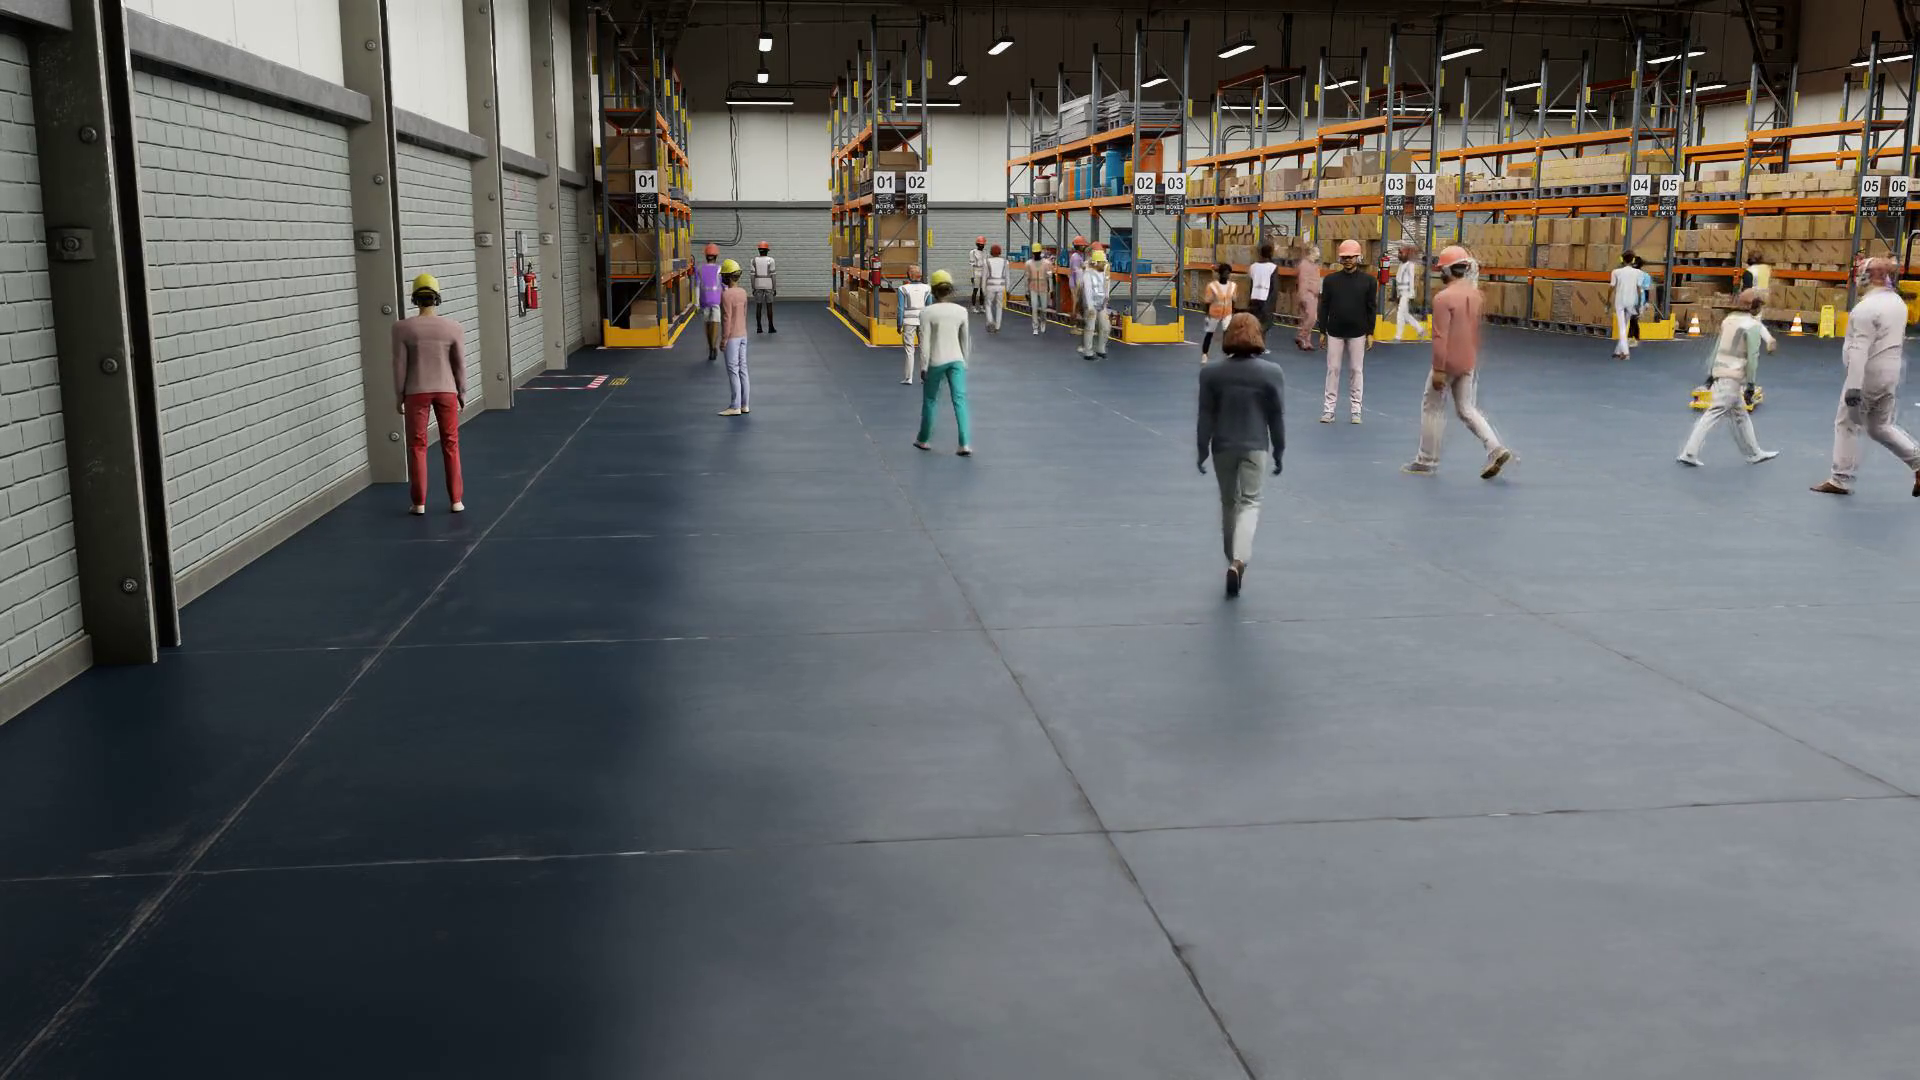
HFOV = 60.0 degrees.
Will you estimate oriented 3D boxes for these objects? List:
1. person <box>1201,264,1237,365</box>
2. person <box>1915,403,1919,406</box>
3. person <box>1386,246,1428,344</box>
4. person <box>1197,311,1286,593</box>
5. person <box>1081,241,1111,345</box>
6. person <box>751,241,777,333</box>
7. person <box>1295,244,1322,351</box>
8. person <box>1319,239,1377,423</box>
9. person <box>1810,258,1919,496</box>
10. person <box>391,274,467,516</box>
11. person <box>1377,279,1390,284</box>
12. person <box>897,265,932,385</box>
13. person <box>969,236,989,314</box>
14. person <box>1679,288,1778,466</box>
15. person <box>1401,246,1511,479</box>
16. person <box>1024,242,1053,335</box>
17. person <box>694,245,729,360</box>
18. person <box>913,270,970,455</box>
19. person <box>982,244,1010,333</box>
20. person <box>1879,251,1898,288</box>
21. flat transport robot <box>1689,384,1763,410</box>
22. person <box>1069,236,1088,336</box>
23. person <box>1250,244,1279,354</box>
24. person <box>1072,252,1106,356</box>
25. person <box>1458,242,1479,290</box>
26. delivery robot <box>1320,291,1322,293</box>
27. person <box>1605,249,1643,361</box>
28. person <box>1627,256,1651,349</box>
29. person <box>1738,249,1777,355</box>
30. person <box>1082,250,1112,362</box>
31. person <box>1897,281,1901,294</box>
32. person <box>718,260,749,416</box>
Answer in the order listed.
[{"bbox_3d":[4.082,-3.524,26.108,0.544,1.599,1.014,-2,11,-13],"label":"person"},{"bbox_3d":[11.844,-2.411,19.696,0.708,1.723,0.490,4,11,20],"label":"person"},{"bbox_3d":[8.567,-4.675,31.728,0.787,1.866,0.597,-1,10,-5],"label":"person"},{"bbox_3d":[1.617,-0.519,9.632,0.504,1.605,0.790,4,11,19],"label":"person"},{"bbox_3d":[2.529,-4.565,30.900,0.547,1.937,0.379,-1,10,-6],"label":"person"},{"bbox_3d":[-4.145,-5.342,35.192,0.543,1.928,0.374,1,10,8],"label":"person"},{"bbox_3d":[6.252,-4.308,29.618,0.427,1.891,0.675,6,12,29],"label":"person"},{"bbox_3d":[4.217,-2.266,18.142,0.612,1.995,0.379,4,11,19],"label":"person"},{"bbox_3d":[7.177,-1.254,12.946,0.681,1.874,0.782,-8,13,-36],"label":"person"},{"bbox_3d":[-3.878,-1.060,12.187,0.523,1.761,0.333,-5,12,-26],"label":"person"},{"bbox_3d":[13.159,-8.343,51.613,0.630,1.938,0.366,8,13,37],"label":"person"},{"bbox_3d":[-0.620,-2.952,22.875,0.522,1.640,0.306,-5,11,-23],"label":"person"},{"bbox_3d":[0.536,-6.995,43.938,0.608,2.043,0.374,-8,13,-36],"label":"person"},{"bbox_3d":[6.805,-1.427,14.684,0.900,1.587,0.531,0,10,-1],"label":"person"},{"bbox_3d":[4.217,-1.484,13.979,0.640,1.961,0.896,-8,13,-37],"label":"person"},{"bbox_3d":[1.627,-5.210,34.512,0.611,1.909,0.557,1,10,5],"label":"person"},{"bbox_3d":[-4.122,-3.951,27.684,0.564,1.889,0.993,0,10,0],"label":"person"},{"bbox_3d":[-0.149,-1.661,15.595,0.549,1.715,0.924,-5,11,-25],"label":"person"},{"bbox_3d":[0.744,-5.262,34.883,0.602,1.877,0.445,-1,10,-8],"label":"person"},{"bbox_3d":[12.451,-2.985,22.511,0.449,1.833,0.592,7,12,33],"label":"person"},{"bbox_3d":[9.137,-1.707,19.806,0.652,0.197,1.431,6,12,30],"label":"flat transport robot"},{"bbox_3d":[2.440,-5.234,34.281,0.393,2.044,0.609,1,10,8],"label":"person"},{"bbox_3d":[5.197,-4.135,28.668,0.616,1.904,0.598,-9,13,-40],"label":"person"},{"bbox_3d":[2.207,-4.083,28.716,0.574,1.789,0.943,-2,11,-10],"label":"person"},{"bbox_3d":[8.693,-4.182,28.801,0.371,1.940,0.627,-4,11,-21],"label":"person"},{"bbox_3d":[10.925,-7.288,49.368,0.707,0.478,0.477,-1,10,-7],"label":"delivery robot"},{"bbox_3d":[10.907,-3.851,27.313,0.536,1.830,0.959,0,10,2],"label":"person"},{"bbox_3d":[12.170,-4.296,30.164,0.764,1.664,0.550,-5,11,-24],"label":"person"},{"bbox_3d":[13.448,-4.004,28.134,0.635,1.822,0.741,-5,12,-27],"label":"person"},{"bbox_3d":[2.240,-3.782,26.978,0.552,1.810,0.598,9,13,39],"label":"person"},{"bbox_3d":[19.943,-5.477,35.951,0.624,1.916,0.976,-1,10,-4],"label":"person"},{"bbox_3d":[-2.595,-2.298,18.948,0.310,1.768,0.533,3,11,18],"label":"person"}]
